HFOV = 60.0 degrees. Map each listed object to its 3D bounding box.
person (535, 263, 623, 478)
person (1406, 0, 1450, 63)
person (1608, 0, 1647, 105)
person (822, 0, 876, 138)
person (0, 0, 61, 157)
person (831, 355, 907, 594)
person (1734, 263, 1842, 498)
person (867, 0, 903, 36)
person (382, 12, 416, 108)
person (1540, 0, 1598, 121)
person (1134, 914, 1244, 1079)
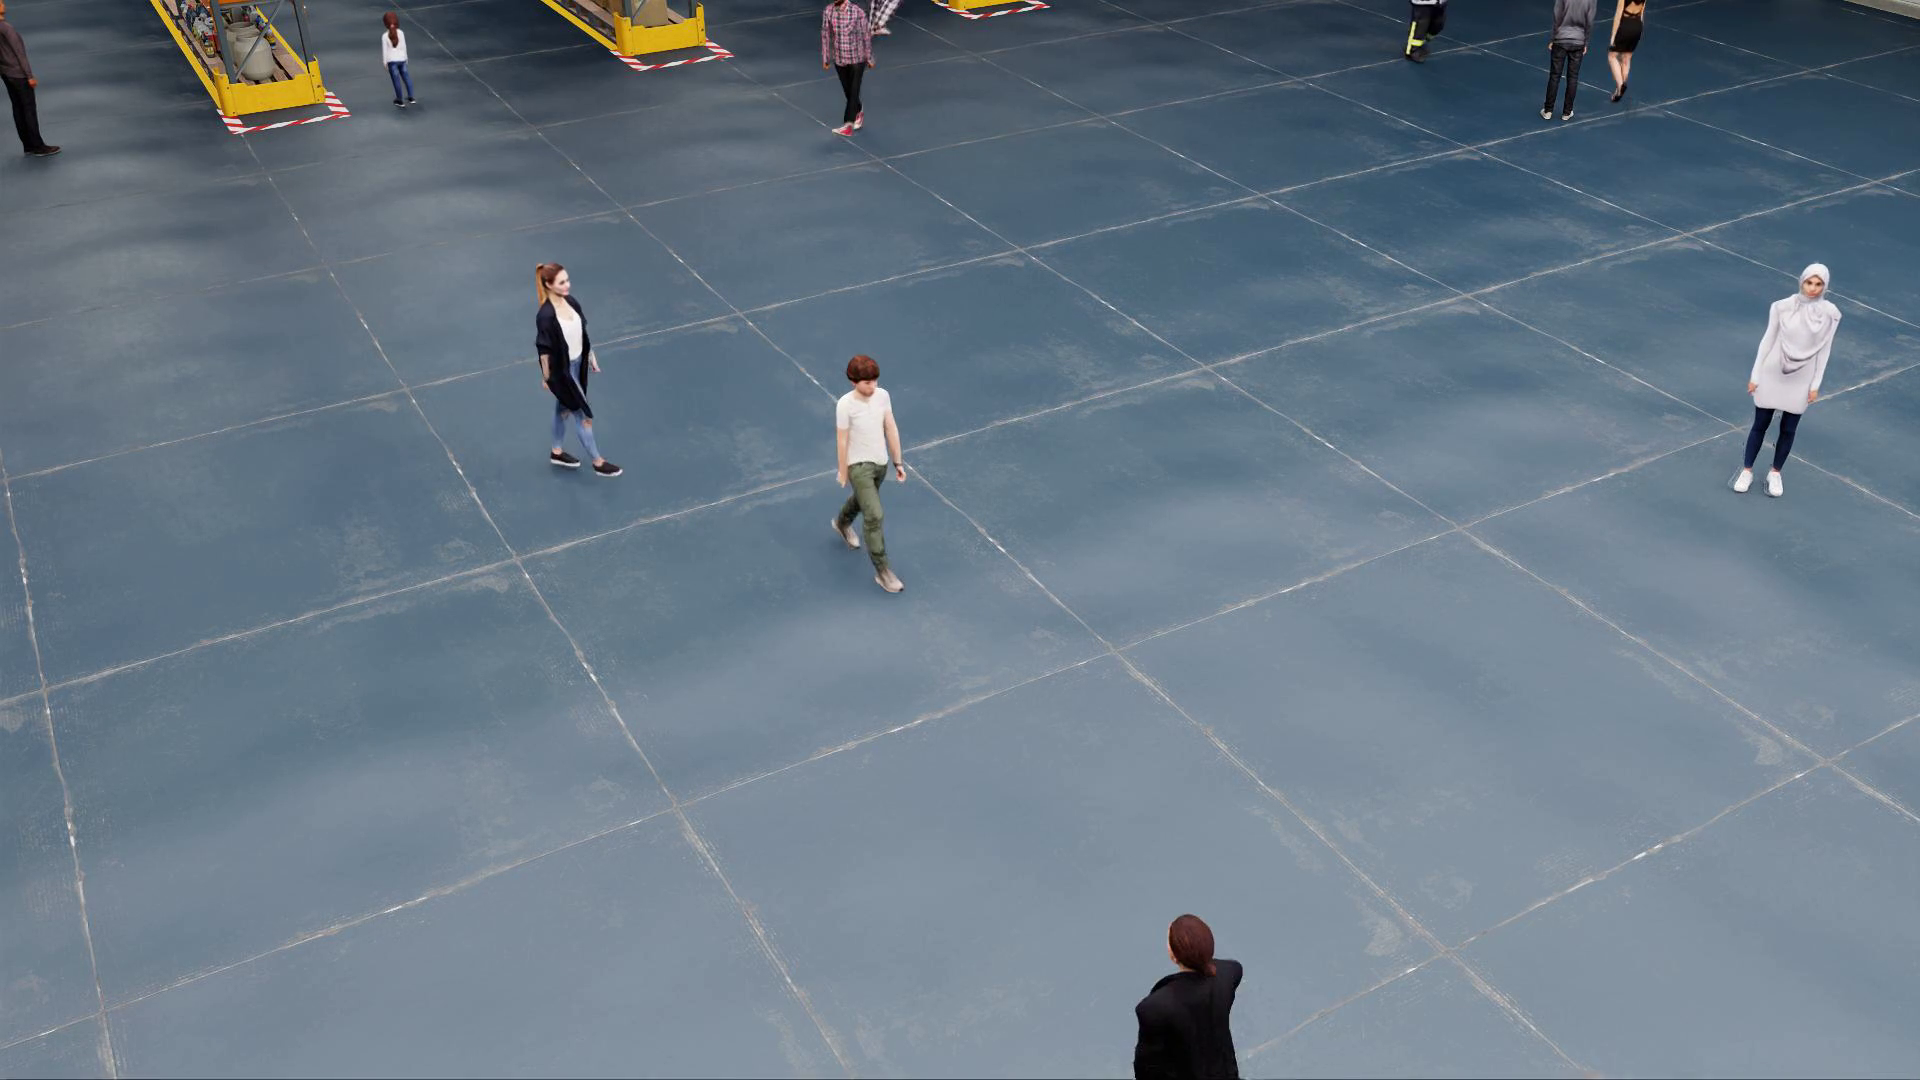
[{"bbox_3d":[-2.991,-1.262,12.258,1.010,1.662,0.917,12,34,18],"label":"person"},{"bbox_3d":[6.000,-7.081,21.212,0.821,1.951,0.857,-19,37,-28],"label":"person"},{"bbox_3d":[7.943,-5.949,19.718,0.712,1.631,0.792,-4,32,-6],"label":"person"},{"bbox_3d":[-1.213,-5.503,18.912,1.173,1.735,1.170,10,34,16],"label":"person"},{"bbox_3d":[-10.392,-5.119,18.273,0.638,1.769,0.778,7,33,11],"label":"person"},{"bbox_3d":[-0.672,-0.523,11.133,0.679,1.612,1.177,-23,39,-32],"label":"person"},{"bbox_3d":[5.967,-1.172,12.007,0.678,1.778,0.771,15,35,22],"label":"person"},{"bbox_3d":[-1.153,-7.660,22.238,0.713,1.835,0.621,-15,35,-22],"label":"person"},{"bbox_3d":[-6.748,-5.761,19.908,0.569,1.110,0.514,25,40,34],"label":"person"},{"bbox_3d":[7.083,-5.787,19.336,0.689,1.763,0.755,9,33,14],"label":"person"},{"bbox_3d":[0.973,2.246,6.665,0.686,1.697,0.768,-13,34,-19],"label":"person"}]
